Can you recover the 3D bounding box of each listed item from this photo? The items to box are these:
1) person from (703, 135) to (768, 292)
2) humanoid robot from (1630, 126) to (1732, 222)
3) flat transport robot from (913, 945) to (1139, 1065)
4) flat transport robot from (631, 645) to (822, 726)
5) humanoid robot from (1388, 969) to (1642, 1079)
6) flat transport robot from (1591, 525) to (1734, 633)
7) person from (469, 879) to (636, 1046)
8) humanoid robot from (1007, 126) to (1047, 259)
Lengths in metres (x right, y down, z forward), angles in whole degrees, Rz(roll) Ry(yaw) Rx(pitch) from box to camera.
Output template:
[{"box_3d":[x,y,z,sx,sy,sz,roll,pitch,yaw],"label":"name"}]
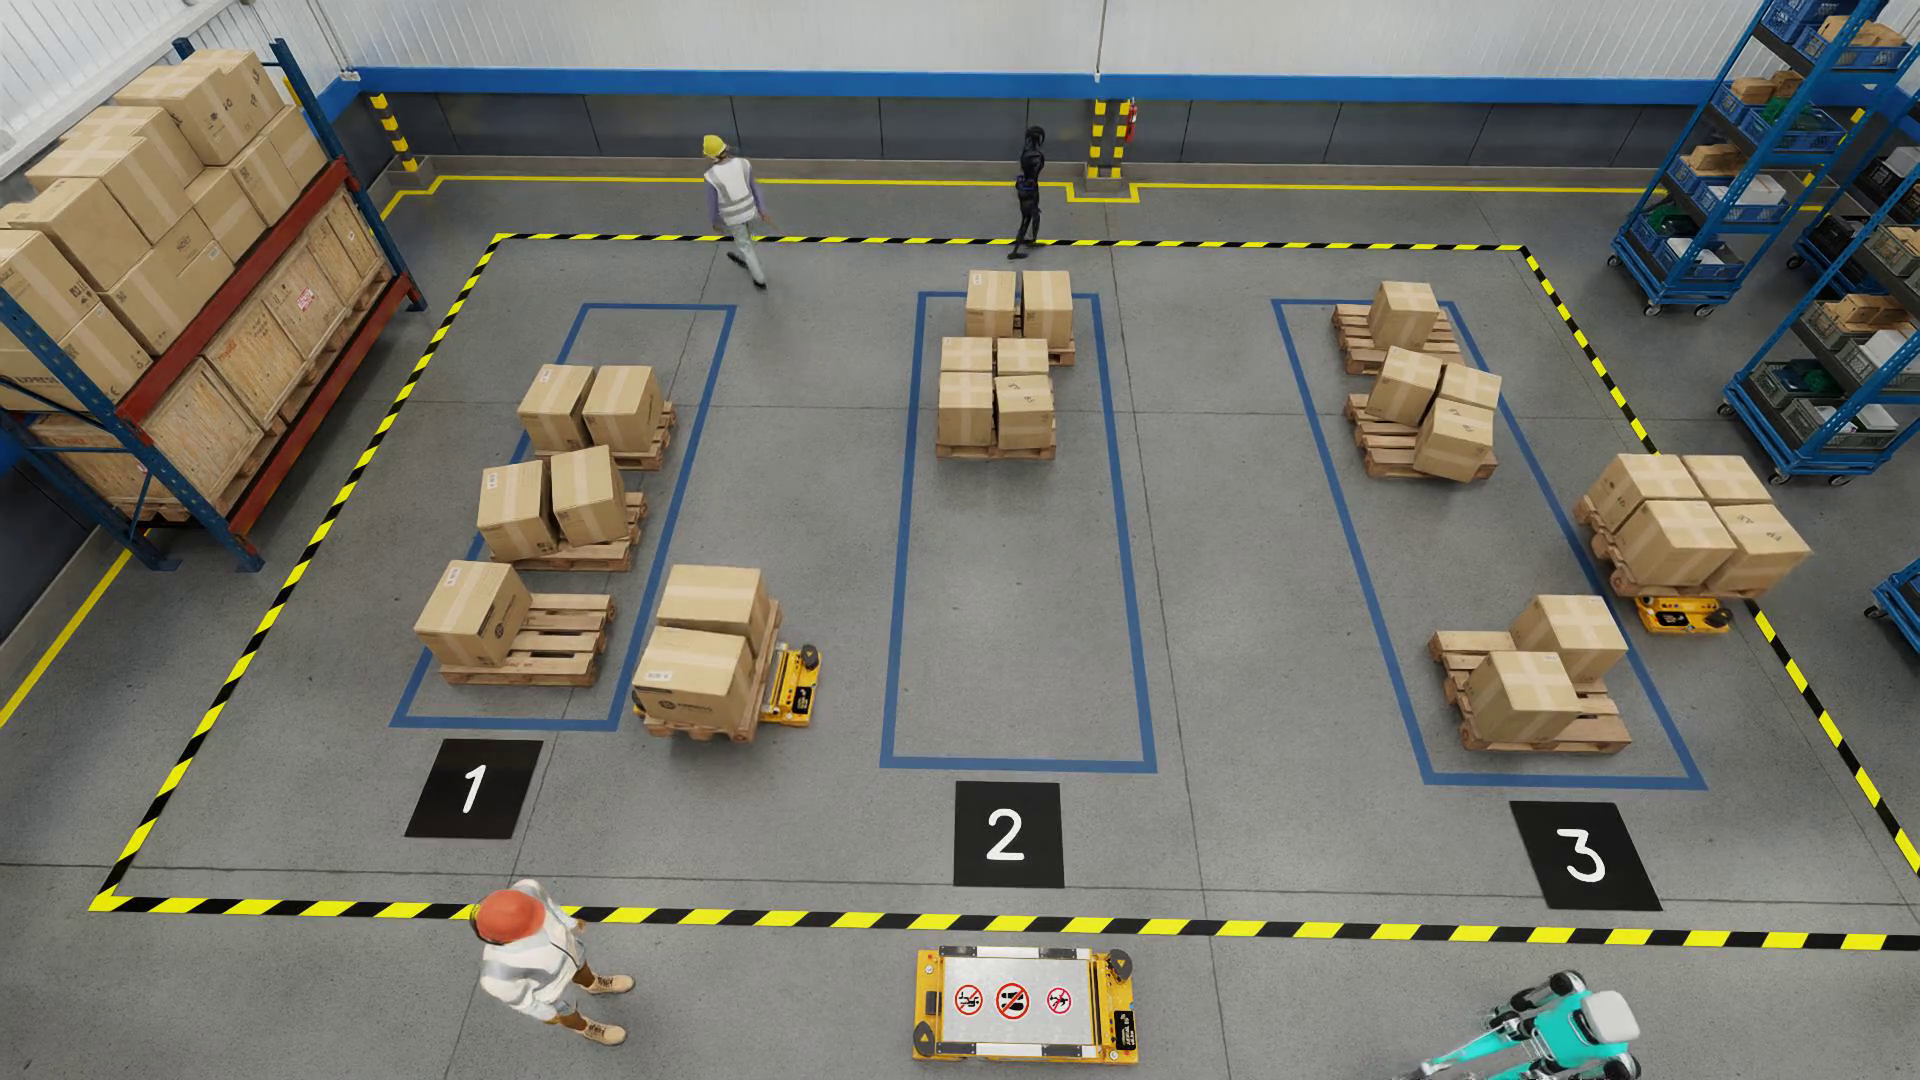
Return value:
[{"box_3d":[-2.597,-3.795,10.601,0.926,1.775,0.616,37,60,26],"label":"person"},{"box_3d":[8.974,-4.486,11.278,0.589,1.639,0.784,-22,54,-17],"label":"humanoid robot"},{"box_3d":[0.422,3.041,6.007,1.431,0.231,0.659,1,51,1],"label":"flat transport robot"},{"box_3d":[-1.904,1.147,7.533,1.431,0.197,0.652,3,51,3],"label":"flat transport robot"},{"box_3d":[2.929,2.962,5.145,0.967,1.772,0.538,-12,52,-10],"label":"humanoid robot"},{"box_3d":[6.306,0.190,8.313,0.652,0.197,1.431,1,51,1],"label":"flat transport robot"},{"box_3d":[-2.341,2.471,5.333,0.388,2.036,0.604,0,51,0],"label":"person"},{"box_3d":[0.858,-4.127,10.945,0.541,1.641,0.609,-7,51,-6],"label":"humanoid robot"}]
